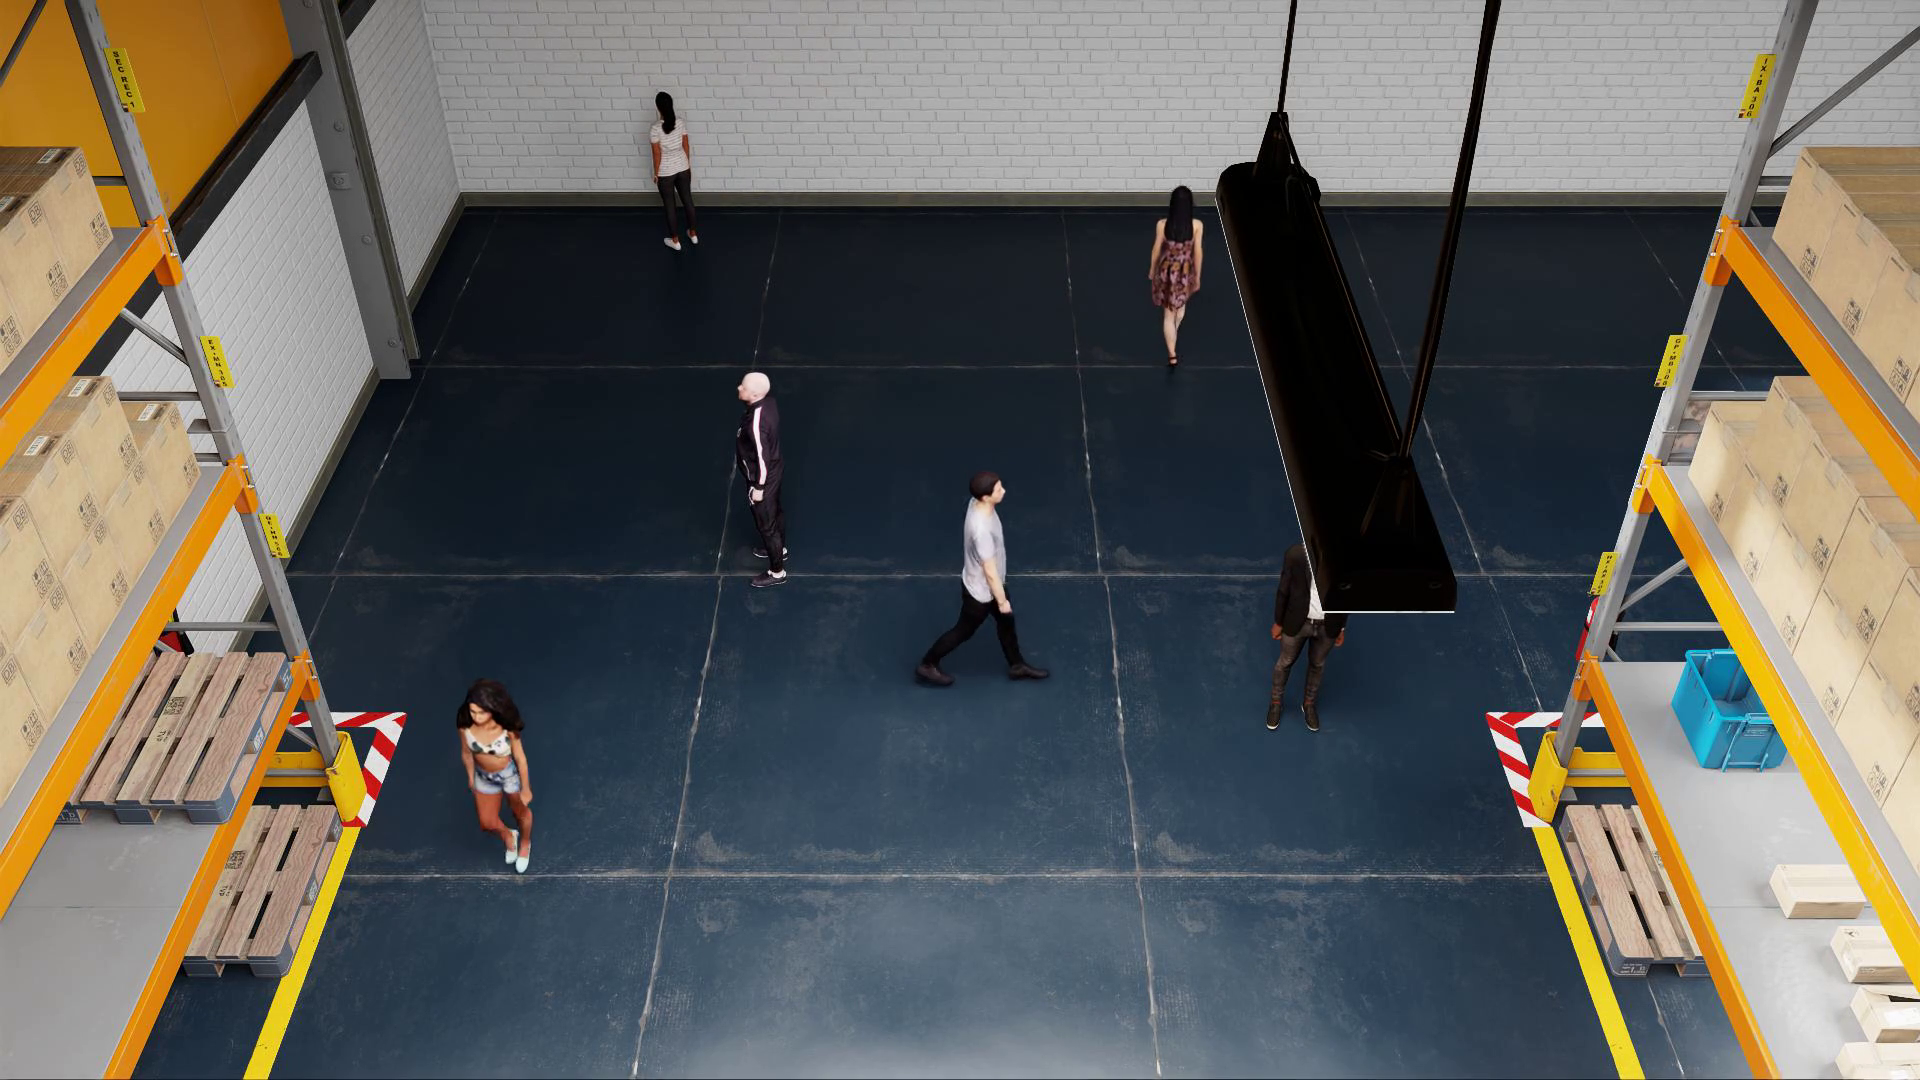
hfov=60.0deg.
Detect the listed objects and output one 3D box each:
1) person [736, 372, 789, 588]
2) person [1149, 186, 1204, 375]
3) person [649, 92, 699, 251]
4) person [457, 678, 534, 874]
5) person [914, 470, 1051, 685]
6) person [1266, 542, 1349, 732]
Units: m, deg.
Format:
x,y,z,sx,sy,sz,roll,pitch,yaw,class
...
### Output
x,y,z,sx,sy,sz,roll,pitch,yaw,class
-1.458,-0.478,12.452,0.715,1.837,0.488,0,39,0,person
1.920,-2.269,14.761,0.614,1.754,0.849,1,39,1,person
-2.870,-3.702,16.641,0.656,1.646,0.692,-24,45,-27,person
-2.802,1.419,10.256,0.598,1.613,0.622,3,39,4,person
0.057,0.322,11.457,0.801,1.828,1.166,3,39,4,person
2.358,0.537,11.210,0.663,1.800,0.561,2,39,3,person
